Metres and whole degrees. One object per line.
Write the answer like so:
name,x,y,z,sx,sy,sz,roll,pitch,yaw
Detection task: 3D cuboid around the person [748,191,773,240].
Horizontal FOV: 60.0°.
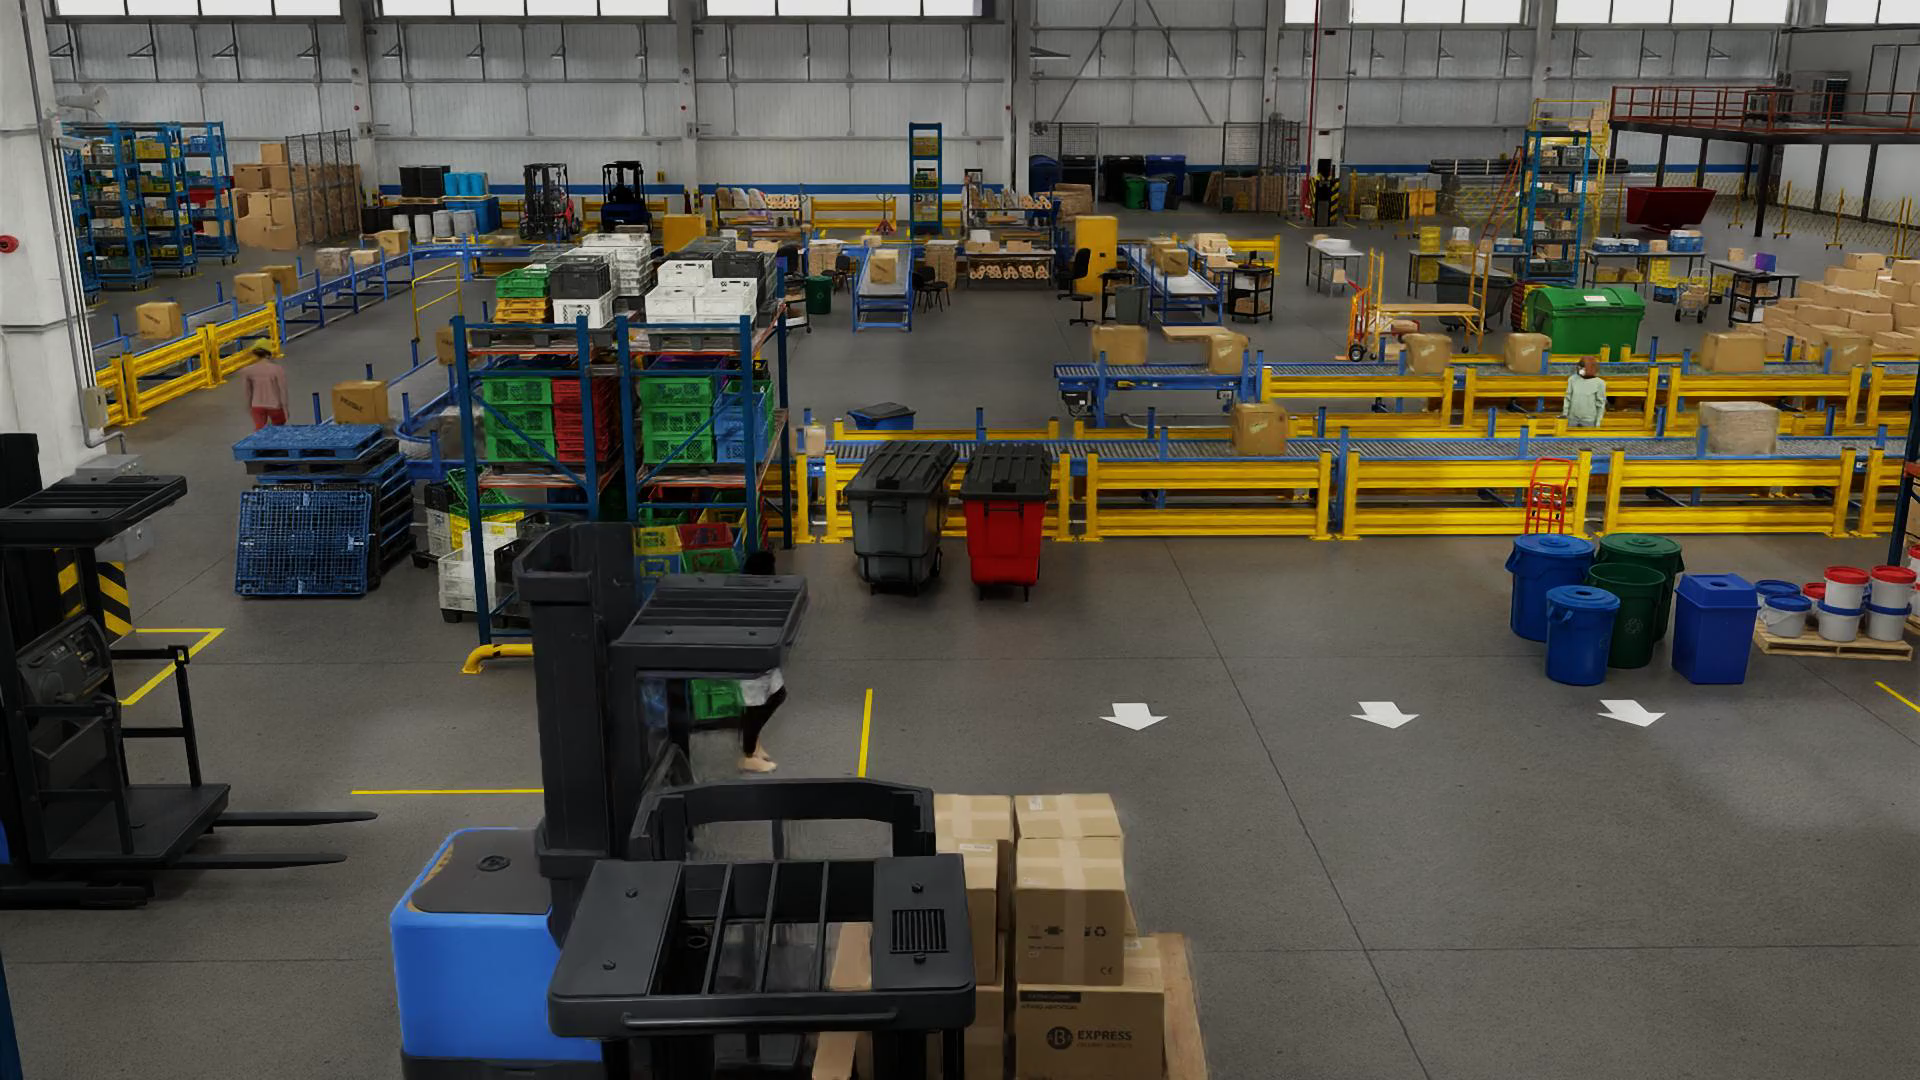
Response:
person,-4.893,-7.535,40.773,0.605,2.036,0.388,-1,16,-4

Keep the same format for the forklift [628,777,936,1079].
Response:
forklift,-0.542,2.165,5.552,1.129,2.768,1.873,-1,16,-2

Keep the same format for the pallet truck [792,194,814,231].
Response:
pallet truck,-4.814,-9.883,50.259,0.704,1.261,1.522,-1,16,-3

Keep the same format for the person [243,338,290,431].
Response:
person,-8.714,-1.691,20.999,0.547,1.717,0.877,-2,16,-6

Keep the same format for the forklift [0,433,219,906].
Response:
forklift,-5.952,0.780,10.366,1.873,2.768,1.129,0,16,-1

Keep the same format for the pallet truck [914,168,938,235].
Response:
pallet truck,-0.989,-10.316,50.507,0.823,1.965,1.885,1,16,3

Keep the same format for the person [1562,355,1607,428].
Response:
person,7.614,-1.458,20.363,0.498,1.633,0.280,15,22,41

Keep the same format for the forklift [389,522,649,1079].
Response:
forklift,-1.837,1.358,8.357,1.873,2.768,1.129,1,16,2

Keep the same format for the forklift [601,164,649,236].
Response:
forklift,-9.948,-10.127,49.296,1.157,1.987,2.680,-1,16,-3

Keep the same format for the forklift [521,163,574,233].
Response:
forklift,-12.233,-10.122,49.298,1.157,1.987,2.680,0,16,-1

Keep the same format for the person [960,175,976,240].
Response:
person,0.228,-9.613,48.225,0.402,1.906,0.651,-11,19,-34

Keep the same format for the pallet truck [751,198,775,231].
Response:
pallet truck,-6.051,-9.967,50.660,0.680,1.201,1.601,0,16,-1

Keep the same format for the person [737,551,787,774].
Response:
person,-1.449,0.896,12.077,0.386,1.680,0.551,-1,16,-4

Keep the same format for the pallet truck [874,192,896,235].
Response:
pallet truck,-2.277,-9.986,50.594,0.653,1.274,1.630,0,16,-1

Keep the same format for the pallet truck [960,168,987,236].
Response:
pallet truck,0.383,-10.230,50.206,0.823,1.965,1.885,-1,16,-3
